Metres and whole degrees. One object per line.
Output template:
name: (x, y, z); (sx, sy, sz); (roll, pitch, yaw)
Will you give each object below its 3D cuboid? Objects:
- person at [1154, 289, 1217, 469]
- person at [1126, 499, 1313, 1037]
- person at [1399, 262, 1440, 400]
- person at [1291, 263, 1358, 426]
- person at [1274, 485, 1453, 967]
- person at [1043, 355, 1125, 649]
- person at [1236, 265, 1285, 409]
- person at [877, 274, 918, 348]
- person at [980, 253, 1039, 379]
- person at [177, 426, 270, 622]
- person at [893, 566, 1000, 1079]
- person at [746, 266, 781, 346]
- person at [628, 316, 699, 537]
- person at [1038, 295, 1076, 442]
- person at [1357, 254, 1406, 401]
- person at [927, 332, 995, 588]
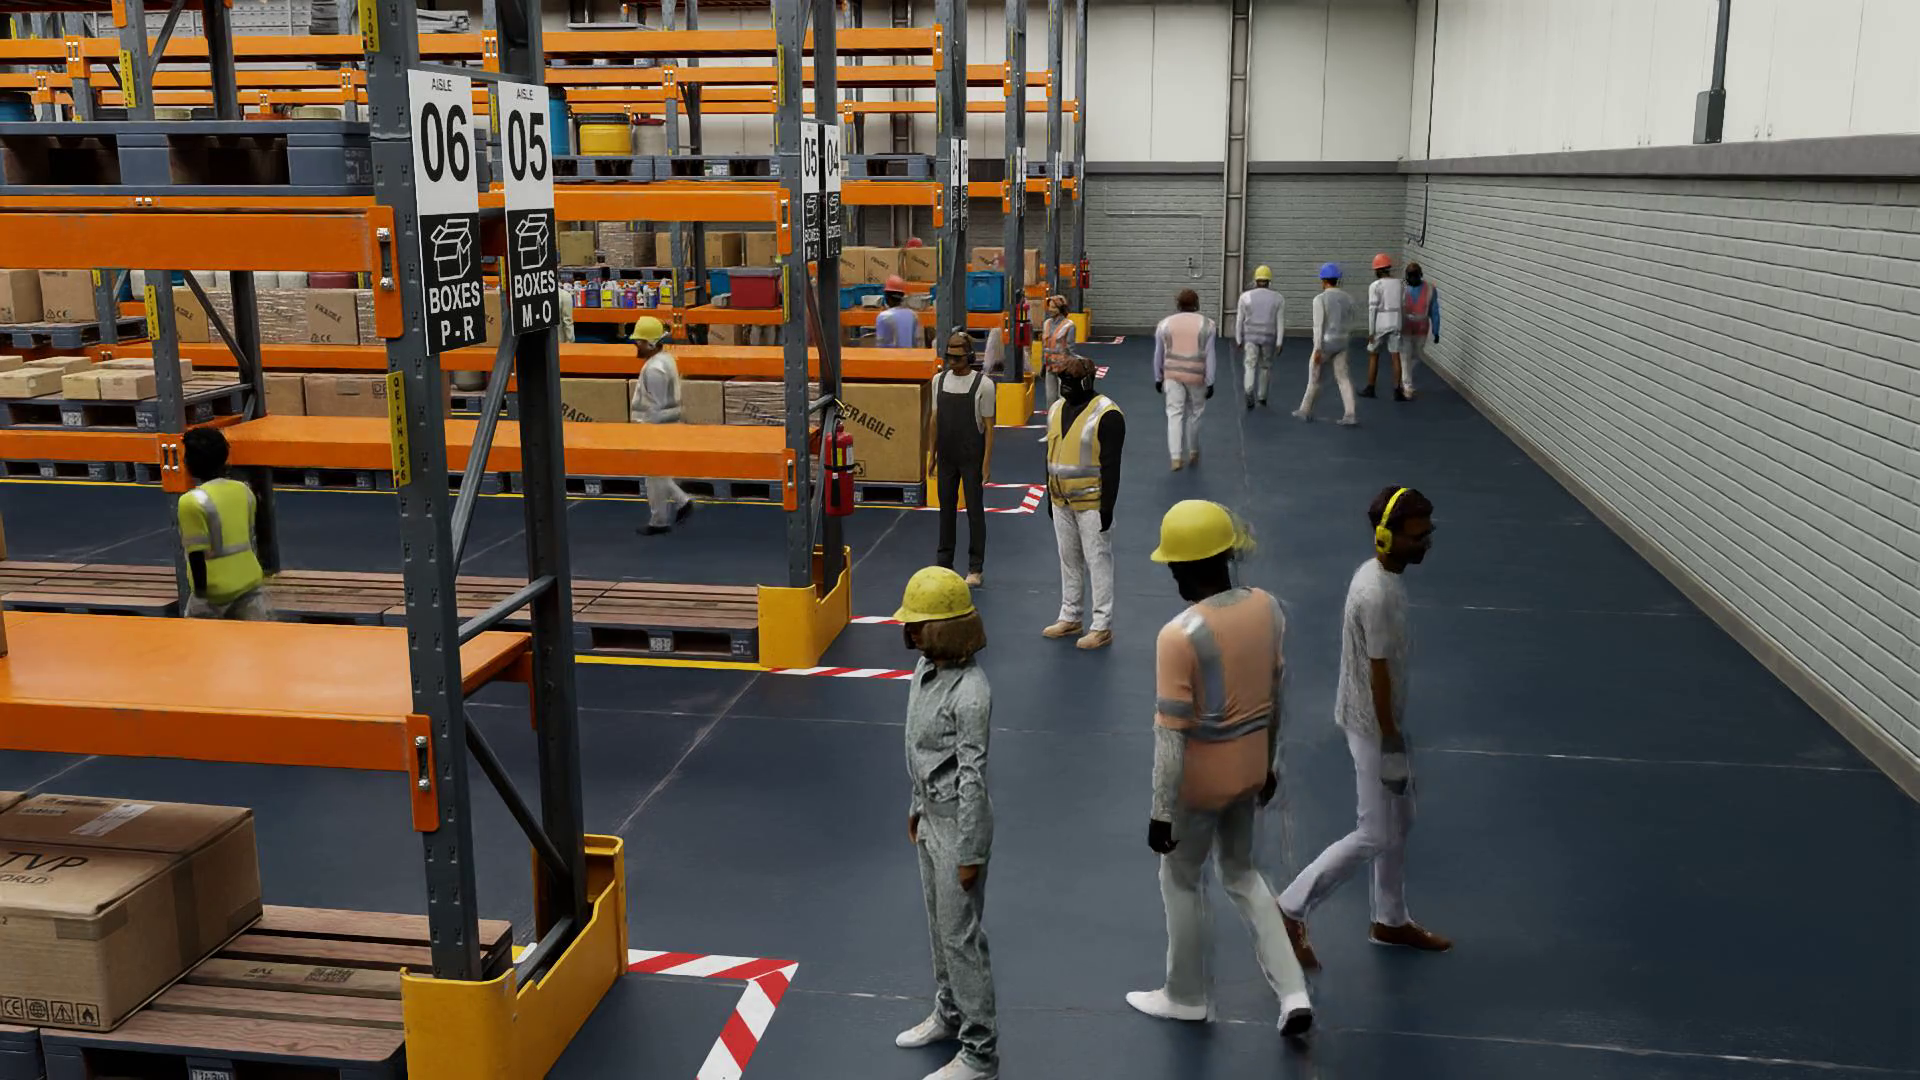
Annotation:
person: (2.273, -1.631, 16.821); (0.639, 1.788, 0.981); (3, 13, 14)
person: (0.899, 0.795, 5.607); (0.624, 1.894, 0.658); (-12, 17, -42)
person: (6.005, -2.798, 22.091); (0.658, 1.800, 0.943); (1, 13, 5)
person: (4.365, -2.295, 19.566); (0.633, 1.898, 0.999); (-7, 14, -30)
person: (1.524, 0.688, 6.223); (0.615, 1.846, 0.572); (5, 13, 21)
person: (0.753, -0.246, 10.465); (0.430, 1.835, 0.632); (-10, 16, -39)
person: (3.764, -2.539, 20.882); (0.600, 1.807, 0.790); (2, 13, 10)
person: (-0.666, -1.729, 16.940); (0.391, 1.938, 0.550); (9, 15, 34)
person: (0.627, -3.055, 23.103); (0.990, 1.853, 0.655); (-1, 13, -3)
person: (-3.919, 0.237, 8.640); (0.832, 1.659, 0.553); (3, 13, 15)
person: (-0.058, 0.929, 5.387); (0.320, 1.737, 0.489); (-4, 13, -17)
person: (-2.782, -3.045, 23.532); (0.521, 1.639, 0.311); (-4, 13, -19)
person: (-2.453, -0.915, 13.511); (0.441, 1.812, 0.611); (0, 12, -1)
person: (1.081, -1.850, 18.154); (0.315, 1.635, 0.527); (-9, 15, -36)
person: (5.575, -2.765, 21.730); (0.567, 1.900, 0.678); (-3, 13, -15)
person: (0.001, -0.573, 11.916); (0.505, 1.840, 0.344); (6, 14, 25)
